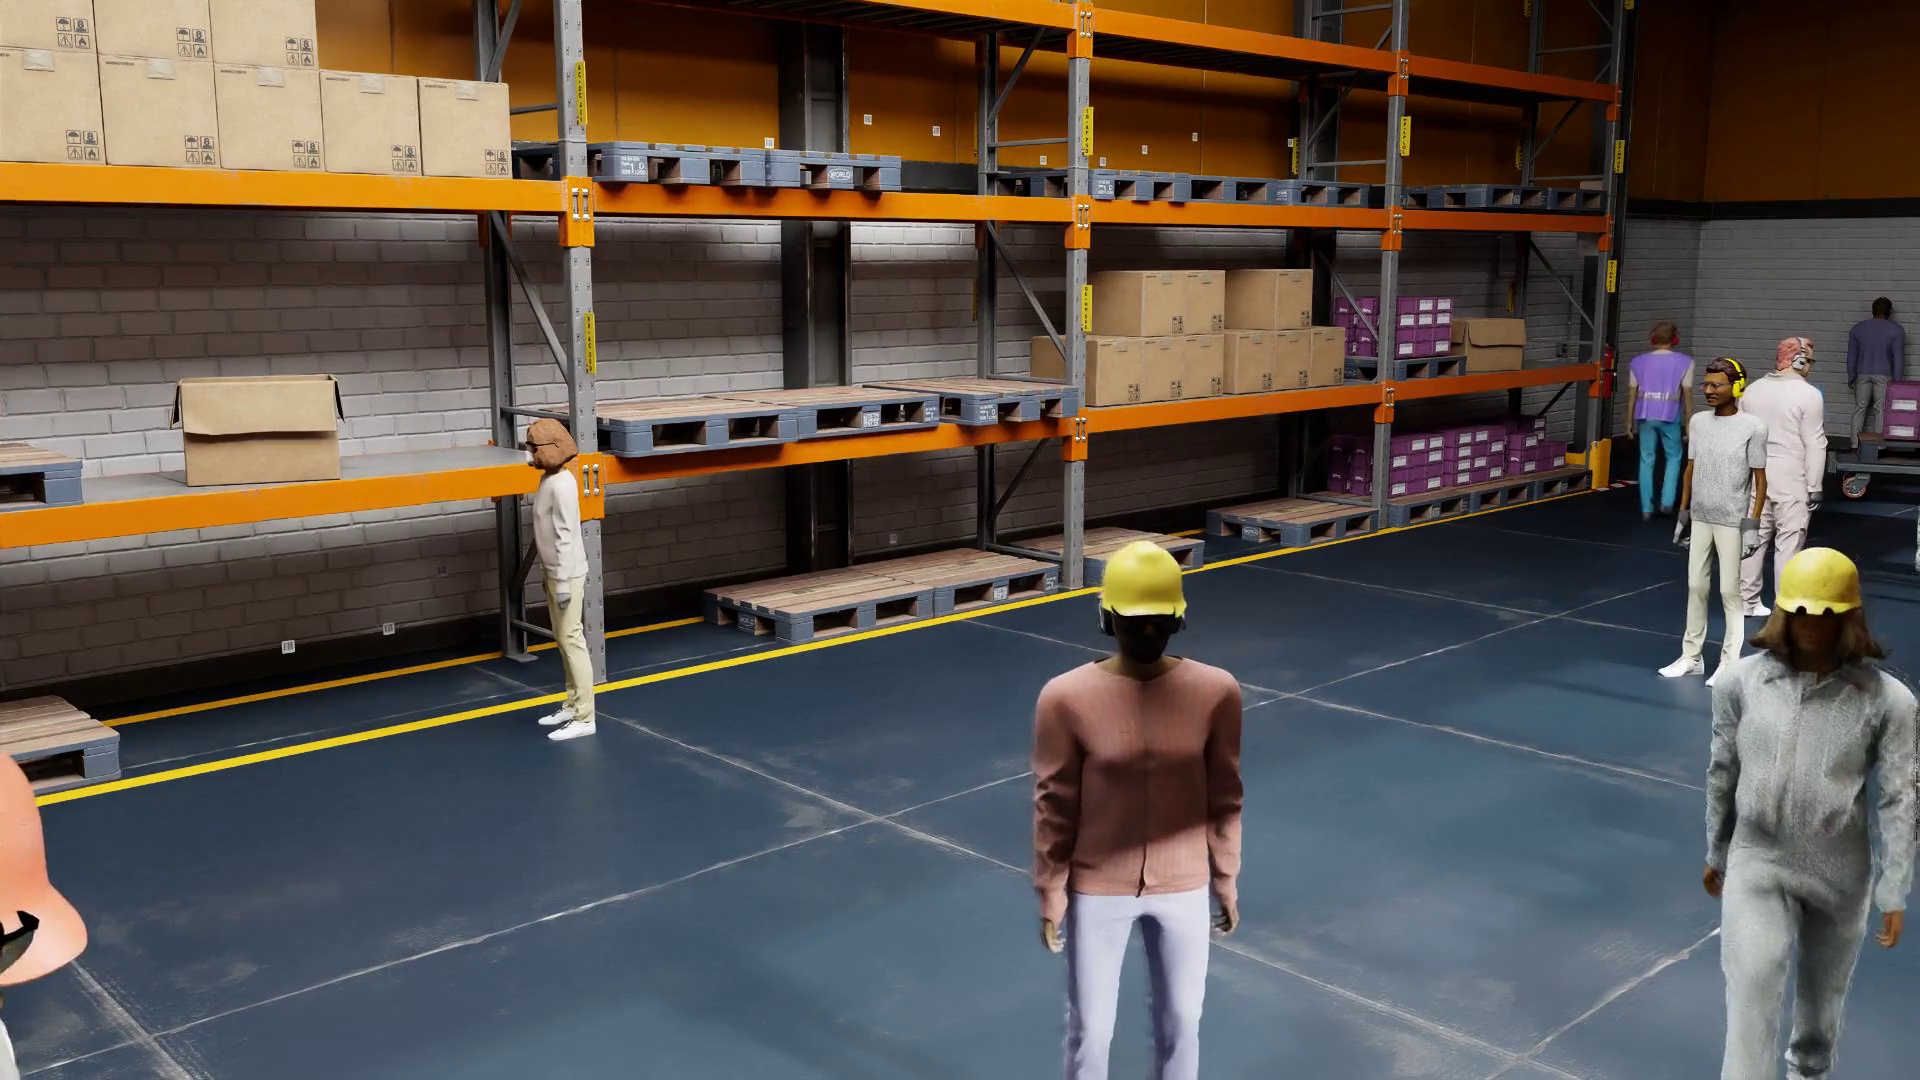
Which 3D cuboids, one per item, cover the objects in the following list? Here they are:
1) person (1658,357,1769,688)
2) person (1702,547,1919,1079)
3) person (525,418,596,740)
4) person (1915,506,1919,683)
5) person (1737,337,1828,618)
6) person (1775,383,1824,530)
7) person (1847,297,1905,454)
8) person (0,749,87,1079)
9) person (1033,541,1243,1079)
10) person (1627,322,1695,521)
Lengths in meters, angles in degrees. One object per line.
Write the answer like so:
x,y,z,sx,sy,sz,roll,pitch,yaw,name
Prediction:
4.291,-0.099,9.421,0.317,1.870,0.523,-6,11,-29,person
2.219,0.848,4.376,0.502,1.695,0.895,6,11,30,person
-2.037,0.191,8.440,0.285,1.627,0.501,-4,10,-22,person
5.579,0.058,9.206,0.502,1.633,0.285,6,11,30,person
5.460,-0.387,11.017,0.406,1.902,0.636,-4,10,-22,person
7.170,-0.836,14.408,0.531,1.643,0.964,5,11,28,person
11.134,-1.982,20.248,0.352,1.936,0.635,-8,13,-41,person
-0.993,1.153,1.618,0.403,2.033,0.607,-1,10,-8,person
0.441,0.865,4.115,0.527,1.759,0.345,-1,10,-7,person
6.473,-1.098,15.381,0.591,1.822,0.620,6,12,33,person
